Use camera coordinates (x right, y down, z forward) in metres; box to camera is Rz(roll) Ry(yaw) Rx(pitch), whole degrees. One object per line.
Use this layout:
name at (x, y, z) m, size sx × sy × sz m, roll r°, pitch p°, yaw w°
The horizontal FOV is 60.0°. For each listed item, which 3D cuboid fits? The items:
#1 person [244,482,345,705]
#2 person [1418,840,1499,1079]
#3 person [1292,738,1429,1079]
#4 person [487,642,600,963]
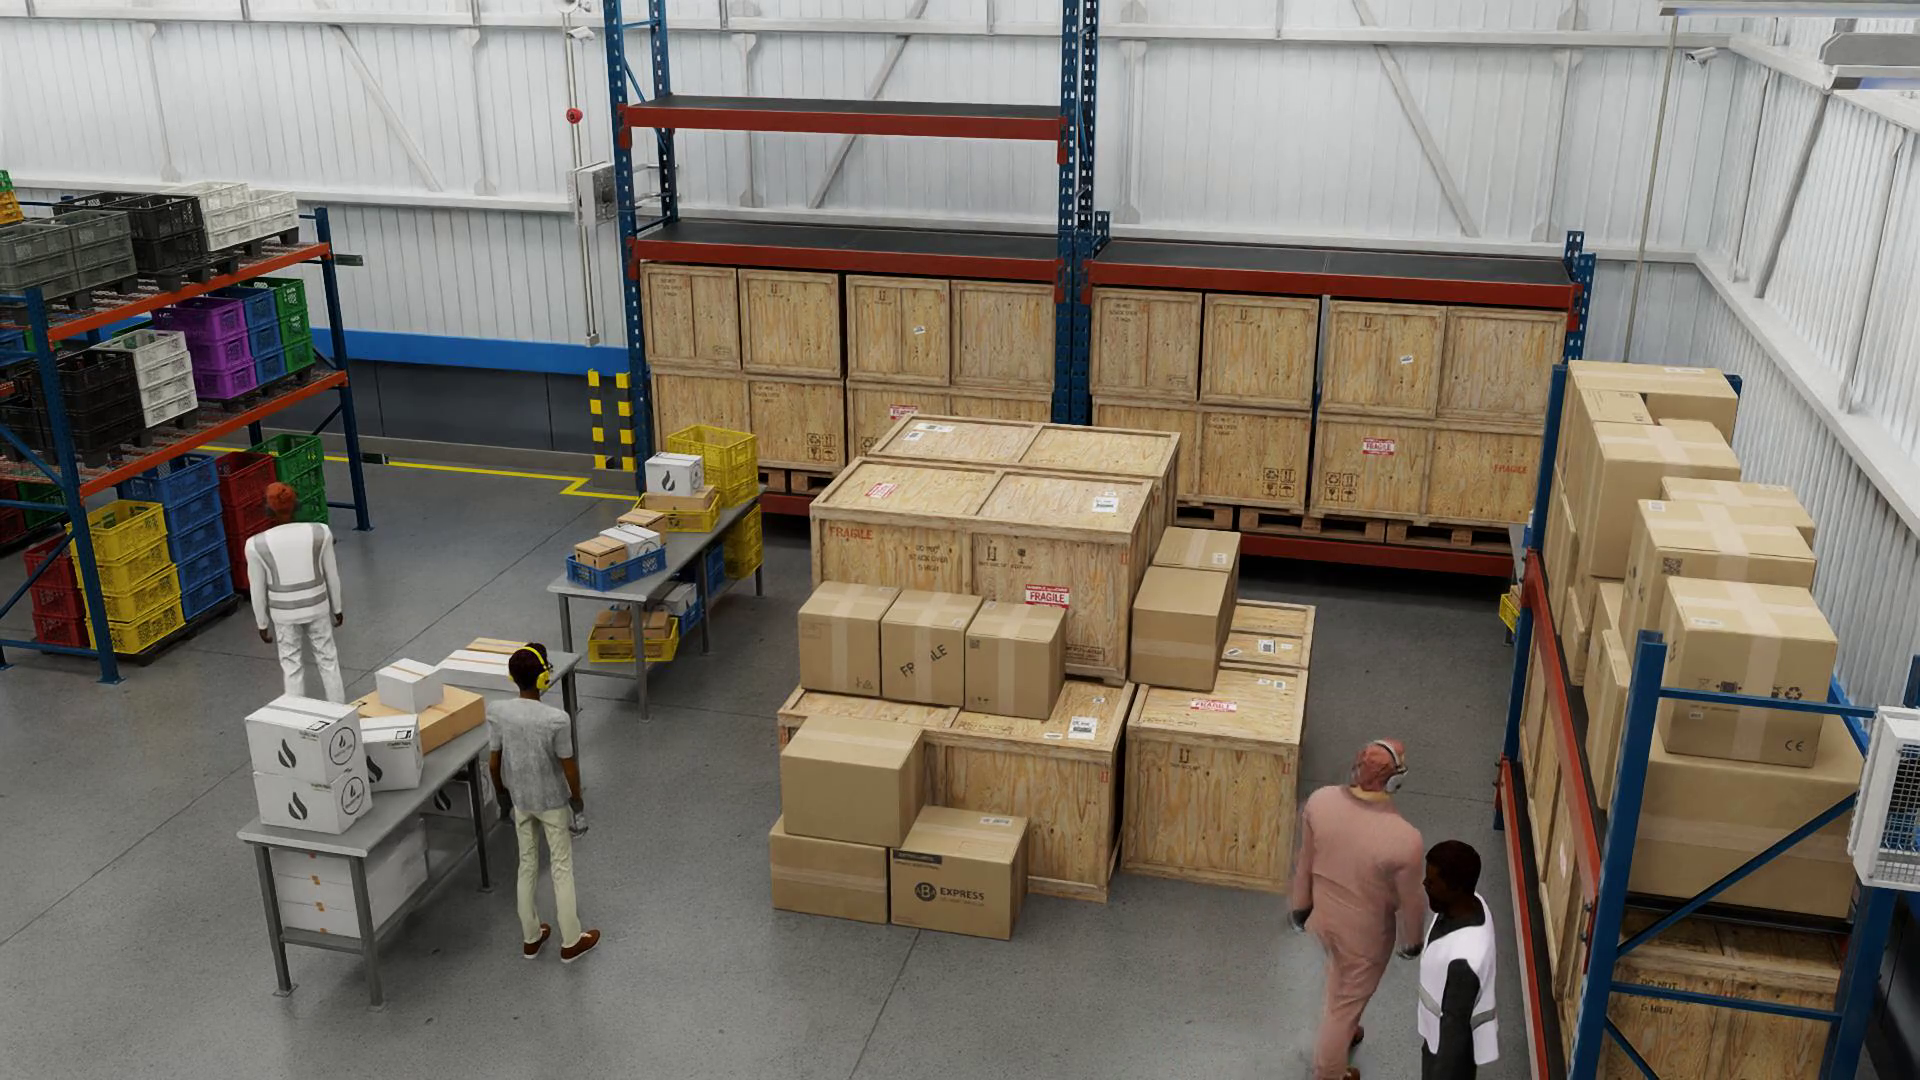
person at (-4.553, 0.507, 11.461) m, size 0.579 × 1.877 × 0.360 m, roll -11°, pitch 24°, yaw -27°
person at (2.093, 2.145, 7.126) m, size 0.405 × 1.909 × 0.598 m, roll 5°, pitch 22°, yaw 14°
person at (1.988, 1.806, 8.041) m, size 0.722 × 1.880 × 0.648 m, roll -14°, pitch 25°, yaw -32°
person at (-2.279, 1.428, 9.048) m, size 0.538 × 1.869 × 0.312 m, roll 5°, pitch 21°, yaw 13°
